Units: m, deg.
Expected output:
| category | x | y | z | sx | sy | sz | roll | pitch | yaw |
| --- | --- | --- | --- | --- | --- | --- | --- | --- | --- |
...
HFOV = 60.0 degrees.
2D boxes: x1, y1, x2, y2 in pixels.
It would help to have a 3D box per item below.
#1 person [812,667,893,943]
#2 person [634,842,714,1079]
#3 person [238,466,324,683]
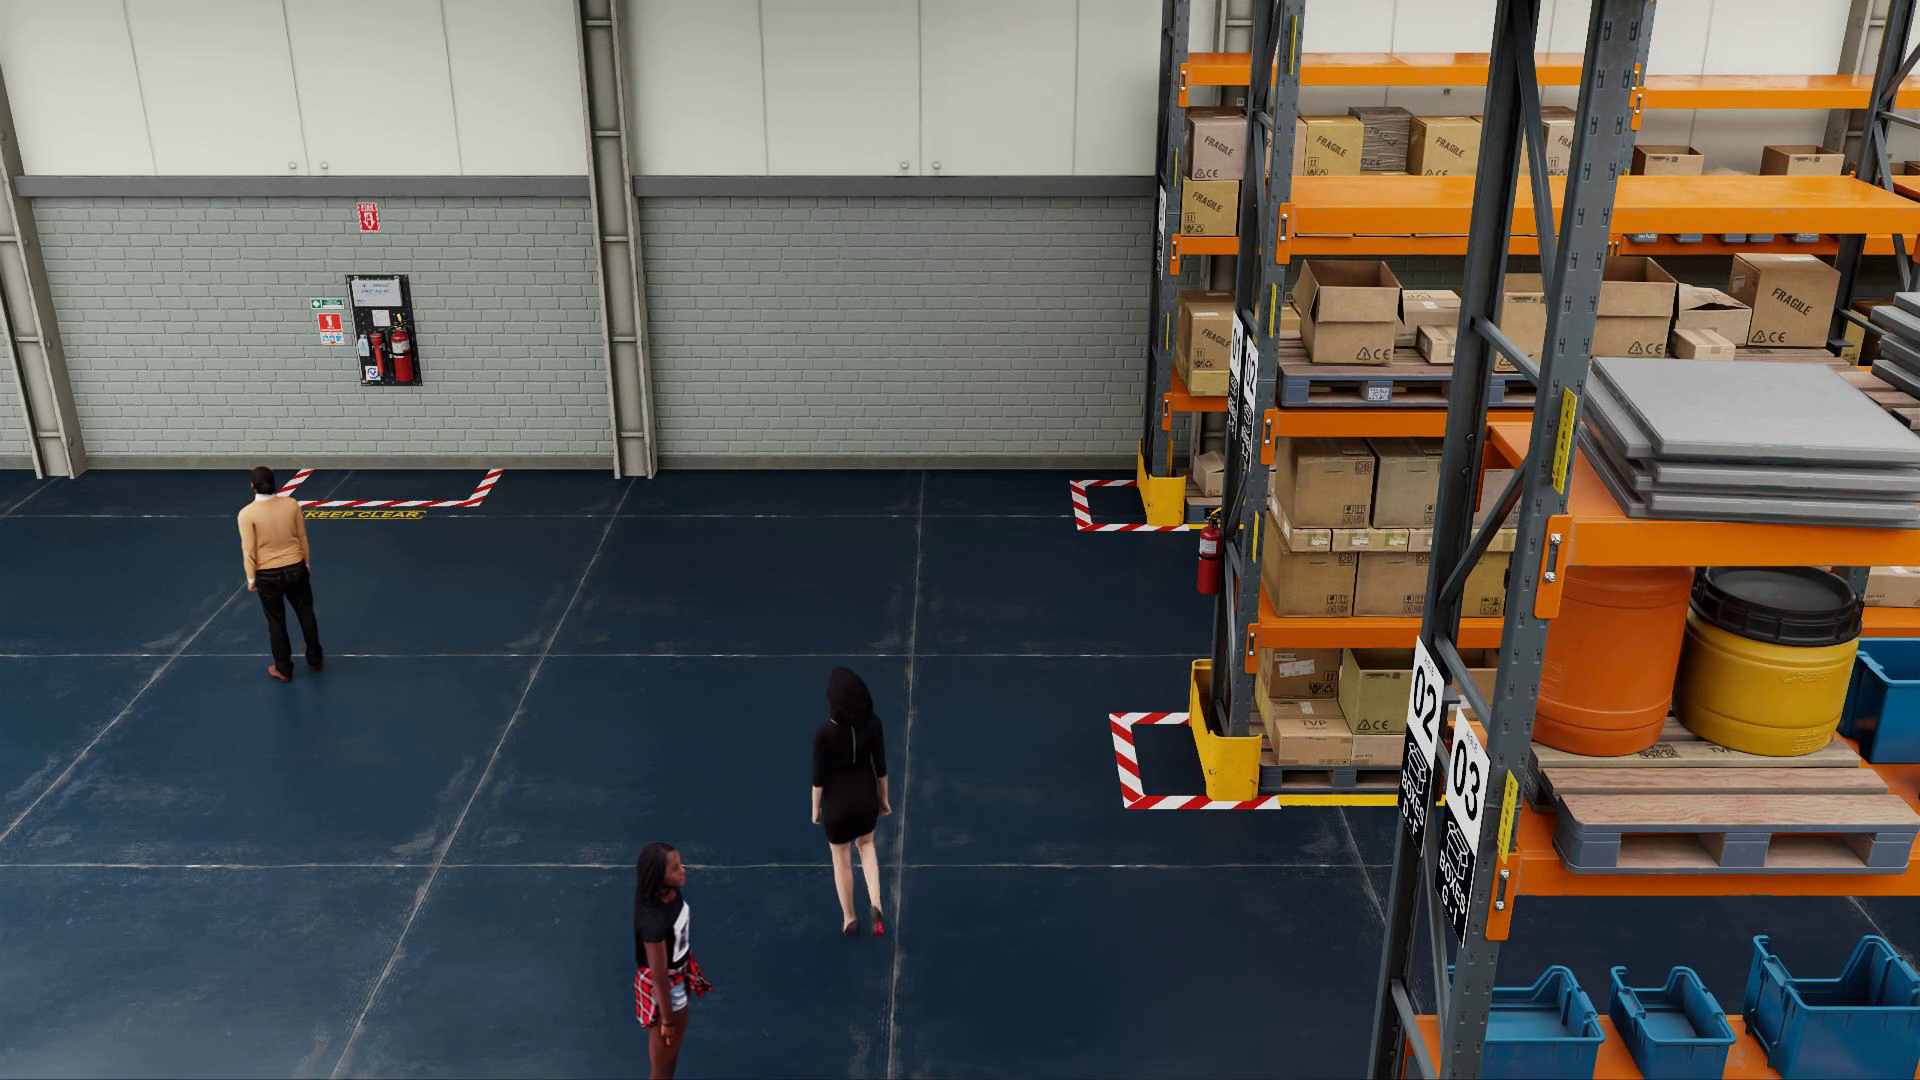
| category | x | y | z | sx | sy | sz | roll | pitch | yaw |
| --- | --- | --- | --- | --- | --- | --- | --- | --- | --- |
| person | -0.603 | 1.612 | 9.661 | 0.777 | 1.794 | 0.826 | -10 | 25 | -23 |
| person | -1.455 | 2.248 | 8.252 | 0.592 | 1.727 | 0.609 | -1 | 23 | -3 |
| person | -5.278 | 0.250 | 12.916 | 0.743 | 1.754 | 0.813 | -19 | 30 | -38 |
